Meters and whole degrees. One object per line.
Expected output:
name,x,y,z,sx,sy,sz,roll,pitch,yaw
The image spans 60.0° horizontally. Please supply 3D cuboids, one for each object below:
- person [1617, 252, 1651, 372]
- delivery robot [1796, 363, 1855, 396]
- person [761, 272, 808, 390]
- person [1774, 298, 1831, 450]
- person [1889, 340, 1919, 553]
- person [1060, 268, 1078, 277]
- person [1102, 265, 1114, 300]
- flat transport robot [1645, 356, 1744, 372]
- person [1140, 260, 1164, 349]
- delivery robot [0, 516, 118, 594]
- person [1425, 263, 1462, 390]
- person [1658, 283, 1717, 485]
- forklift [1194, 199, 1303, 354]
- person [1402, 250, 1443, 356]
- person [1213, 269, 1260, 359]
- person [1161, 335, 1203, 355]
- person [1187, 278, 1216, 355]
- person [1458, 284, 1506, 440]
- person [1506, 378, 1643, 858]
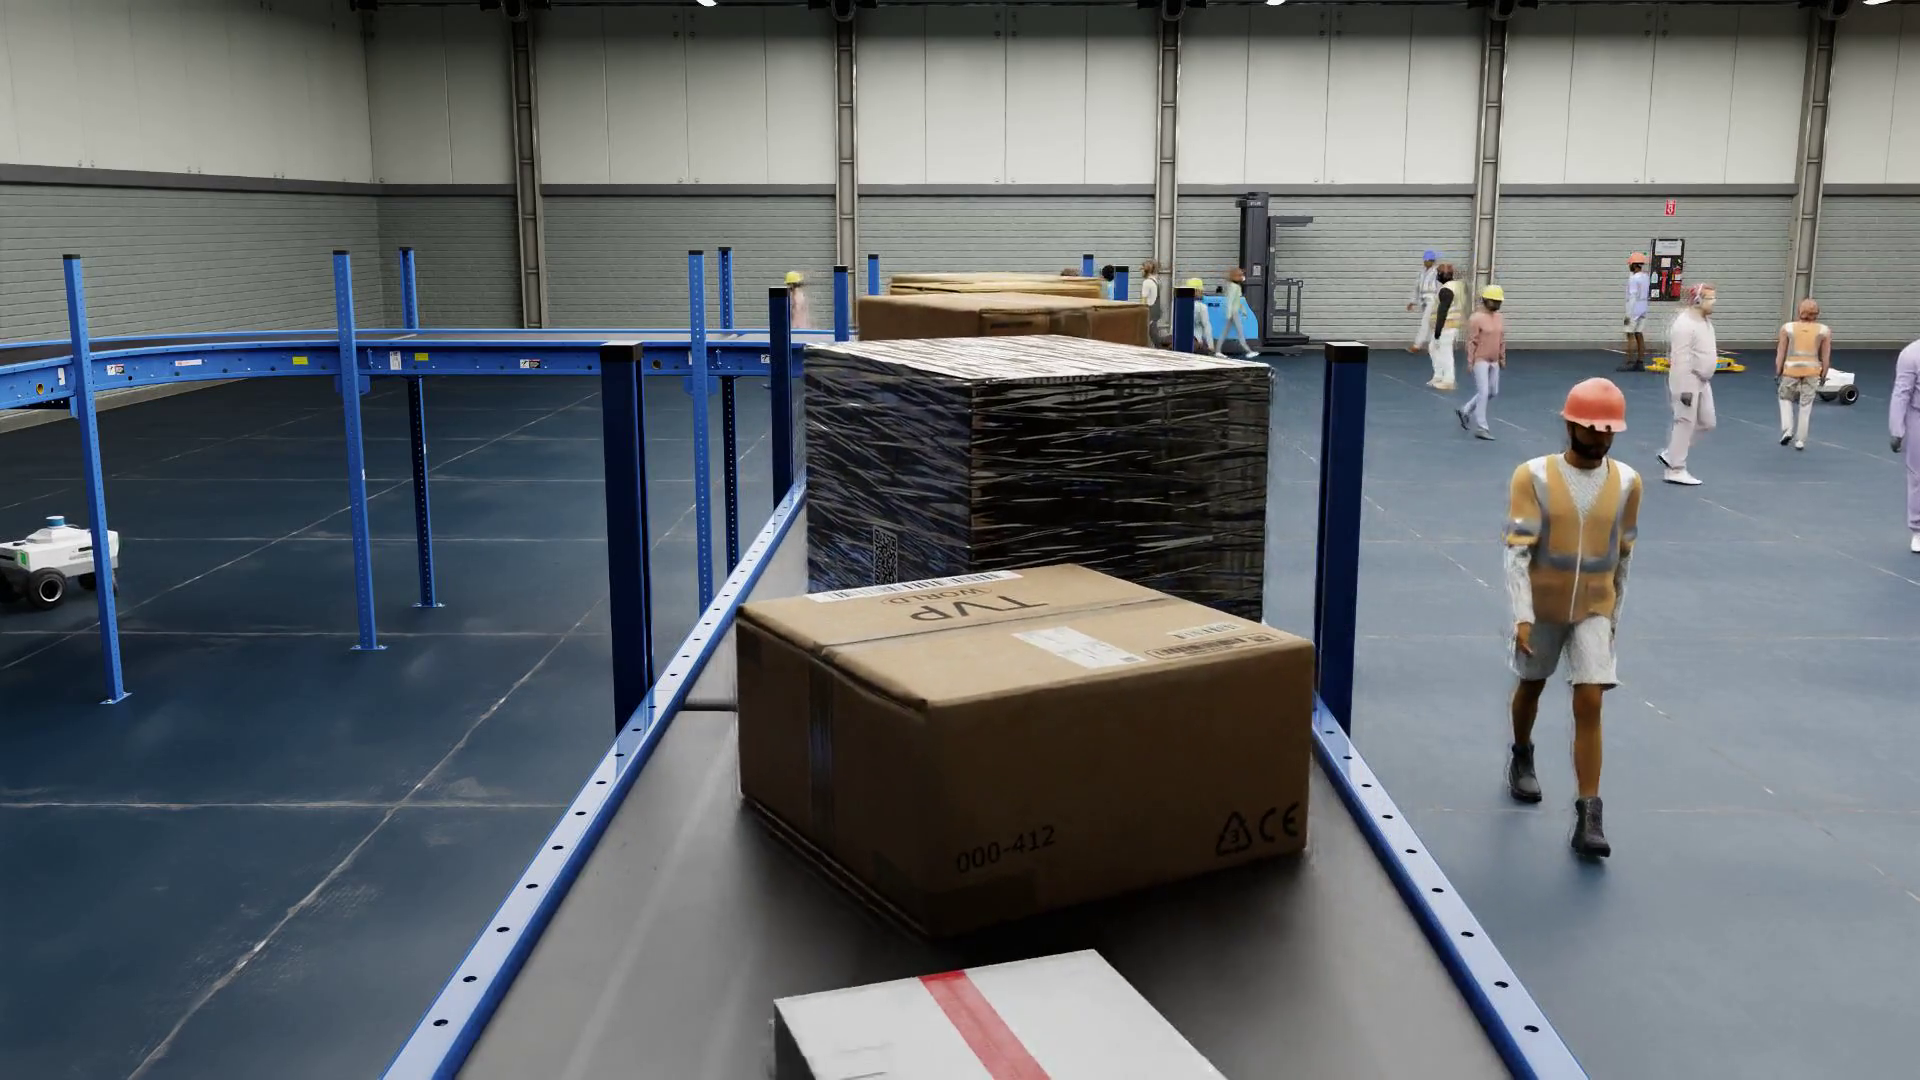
person,10.975,-3.716,27.092,0.551,1.935,0.371,-10,15,-41
delivery robot,11.710,-2.162,22.534,0.707,0.478,0.477,-1,11,-8
person,-2.366,-2.952,23.712,0.898,1.711,0.545,-2,11,-12
person,9.118,-1.796,18.024,0.538,1.623,0.386,4,12,21
person,7.220,-0.798,12.227,0.685,1.879,0.773,4,12,20
person,1.359,-2.692,22.118,0.756,1.819,0.654,-6,13,-29
person,2.481,-3.876,28.544,0.556,1.682,0.545,-4,12,-19
flat transport robot,11.988,-2.867,27.131,1.431,0.197,0.652,-4,12,-19
person,2.959,-3.573,26.699,0.953,1.793,0.535,4,12,21
delivery robot,-5.953,0.085,10.986,0.477,0.478,0.707,6,13,28
person,7.017,-3.118,24.306,0.594,1.821,0.661,5,12,23
person,6.885,-1.460,15.631,0.425,1.893,0.645,10,15,42
forklift,5.313,-4.851,30.603,1.873,2.768,1.129,0,11,1
person,8.400,-4.266,30.027,1.011,1.889,0.629,-4,12,-20
person,4.905,-4.018,29.534,0.845,1.585,0.508,3,11,15
person,1.231,-0.221,9.306,0.312,1.869,0.538,1,11,4
person,3.059,-2.500,21.401,0.716,1.719,0.496,-8,13,-35
person,5.951,-2.047,19.022,0.534,1.755,0.620,-6,13,-29
person,2.489,0.264,6.822,0.541,1.881,1.030,1,11,7
